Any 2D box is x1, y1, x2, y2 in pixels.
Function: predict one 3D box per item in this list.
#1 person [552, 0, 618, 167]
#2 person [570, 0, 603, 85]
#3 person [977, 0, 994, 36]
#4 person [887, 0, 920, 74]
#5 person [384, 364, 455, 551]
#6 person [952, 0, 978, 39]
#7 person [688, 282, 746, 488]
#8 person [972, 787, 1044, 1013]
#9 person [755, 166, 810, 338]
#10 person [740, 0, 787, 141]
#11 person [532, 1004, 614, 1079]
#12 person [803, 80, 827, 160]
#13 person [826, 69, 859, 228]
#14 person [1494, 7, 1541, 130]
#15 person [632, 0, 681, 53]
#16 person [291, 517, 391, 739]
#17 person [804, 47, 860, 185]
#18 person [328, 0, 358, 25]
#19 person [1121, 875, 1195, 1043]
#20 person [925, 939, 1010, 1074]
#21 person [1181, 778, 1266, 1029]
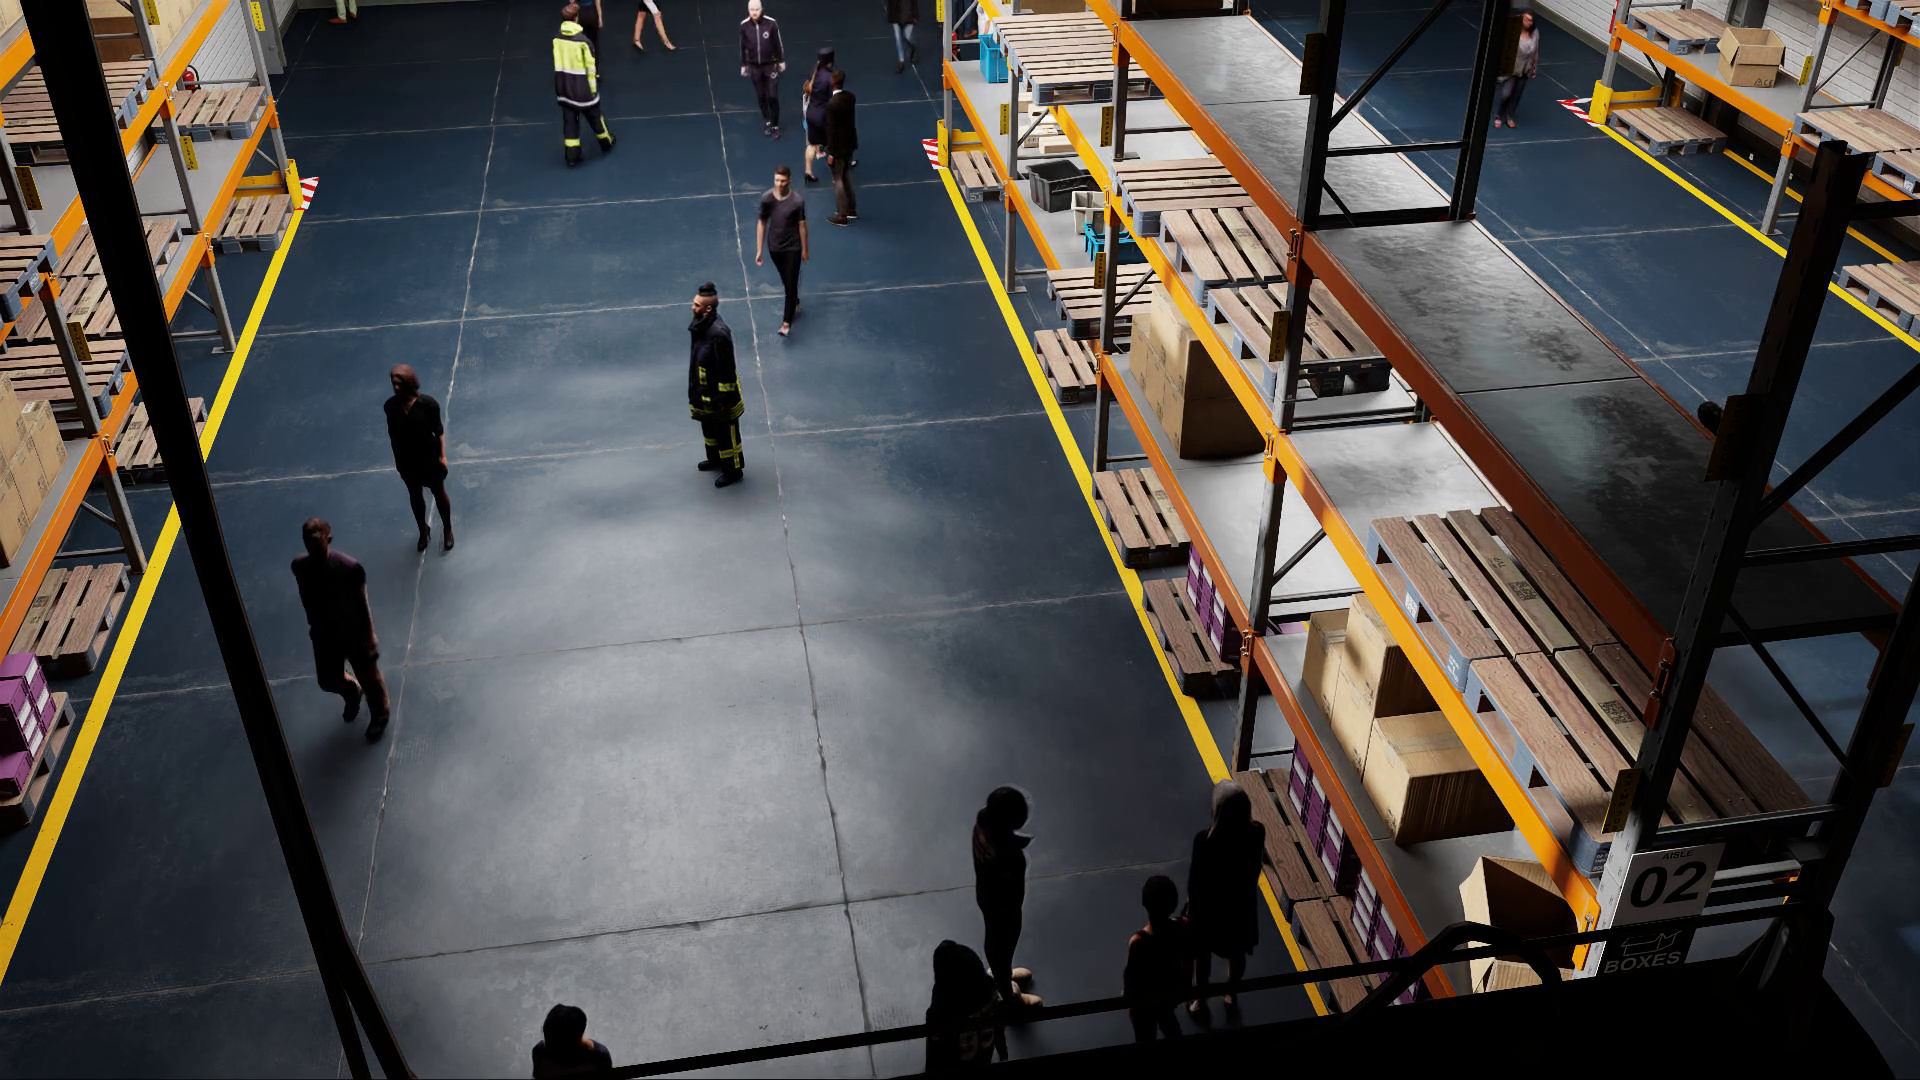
[{"bbox_3d":[-4.833,-5.631,20.735,1.086,1.939,1.276,9,35,13],"label":"person"},{"bbox_3d":[-5.223,-7.281,23.418,0.702,1.717,0.929,-15,36,-21],"label":"person"},{"bbox_3d":[0.387,-6.978,22.931,0.667,1.752,0.517,2,34,3],"label":"person"},{"bbox_3d":[-0.801,-7.593,23.972,0.819,1.623,0.915,11,35,17],"label":"person"},{"bbox_3d":[-4.373,-0.672,13.487,0.608,1.703,0.534,-2,34,-3],"label":"person"},{"bbox_3d":[0.003,-8.613,25.302,0.750,1.851,0.755,12,35,17],"label":"person"},{"bbox_3d":[-2.117,-1.360,14.380,0.917,1.862,0.774,-18,38,-25],"label":"person"},{"bbox_3d":[0.216,2.056,9.421,0.664,1.662,0.609,8,35,12],"label":"person"},{"bbox_3d":[-1.762,-2.993,16.973,0.977,1.710,1.237,9,35,13],"label":"person"},{"bbox_3d":[-2.541,-6.181,21.682,0.825,1.807,0.871,4,34,6],"label":"person"},{"bbox_3d":[-1.898,2.854,8.307,0.614,1.567,0.600,3,34,4],"label":"person"},{"bbox_3d":[-1.880,-5.367,21.169,0.486,1.019,0.536,16,37,23],"label":"person"},{"bbox_3d":[-1.328,-4.529,19.213,0.821,1.790,0.746,15,36,21],"label":"person"},{"bbox_3d":[7.355,-6.280,22.025,0.647,1.592,0.672,-4,34,-6],"label":"person"},{"bbox_3d":[-4.731,-8.082,24.573,0.815,1.771,0.963,2,34,3],"label":"person"},{"bbox_3d":[-4.242,0.554,11.533,0.766,1.825,0.772,2,34,3],"label":"person"},{"bbox_3d":[-1.737,-5.120,20.244,1.128,1.632,1.135,26,42,33],"label":"person"},{"bbox_3d":[-9.761,-9.029,25.913,0.840,1.866,0.729,12,35,18],"label":"person"},{"bbox_3d":[1.088,2.470,8.910,0.618,1.537,0.656,-16,37,-22],"label":"person"},{"bbox_3d":[-0.047,2.664,8.450,0.815,1.723,0.764,25,41,33],"label":"person"},{"bbox_3d":[1.480,2.050,9.360,0.609,1.738,0.556,-7,34,-10],"label":"person"}]
